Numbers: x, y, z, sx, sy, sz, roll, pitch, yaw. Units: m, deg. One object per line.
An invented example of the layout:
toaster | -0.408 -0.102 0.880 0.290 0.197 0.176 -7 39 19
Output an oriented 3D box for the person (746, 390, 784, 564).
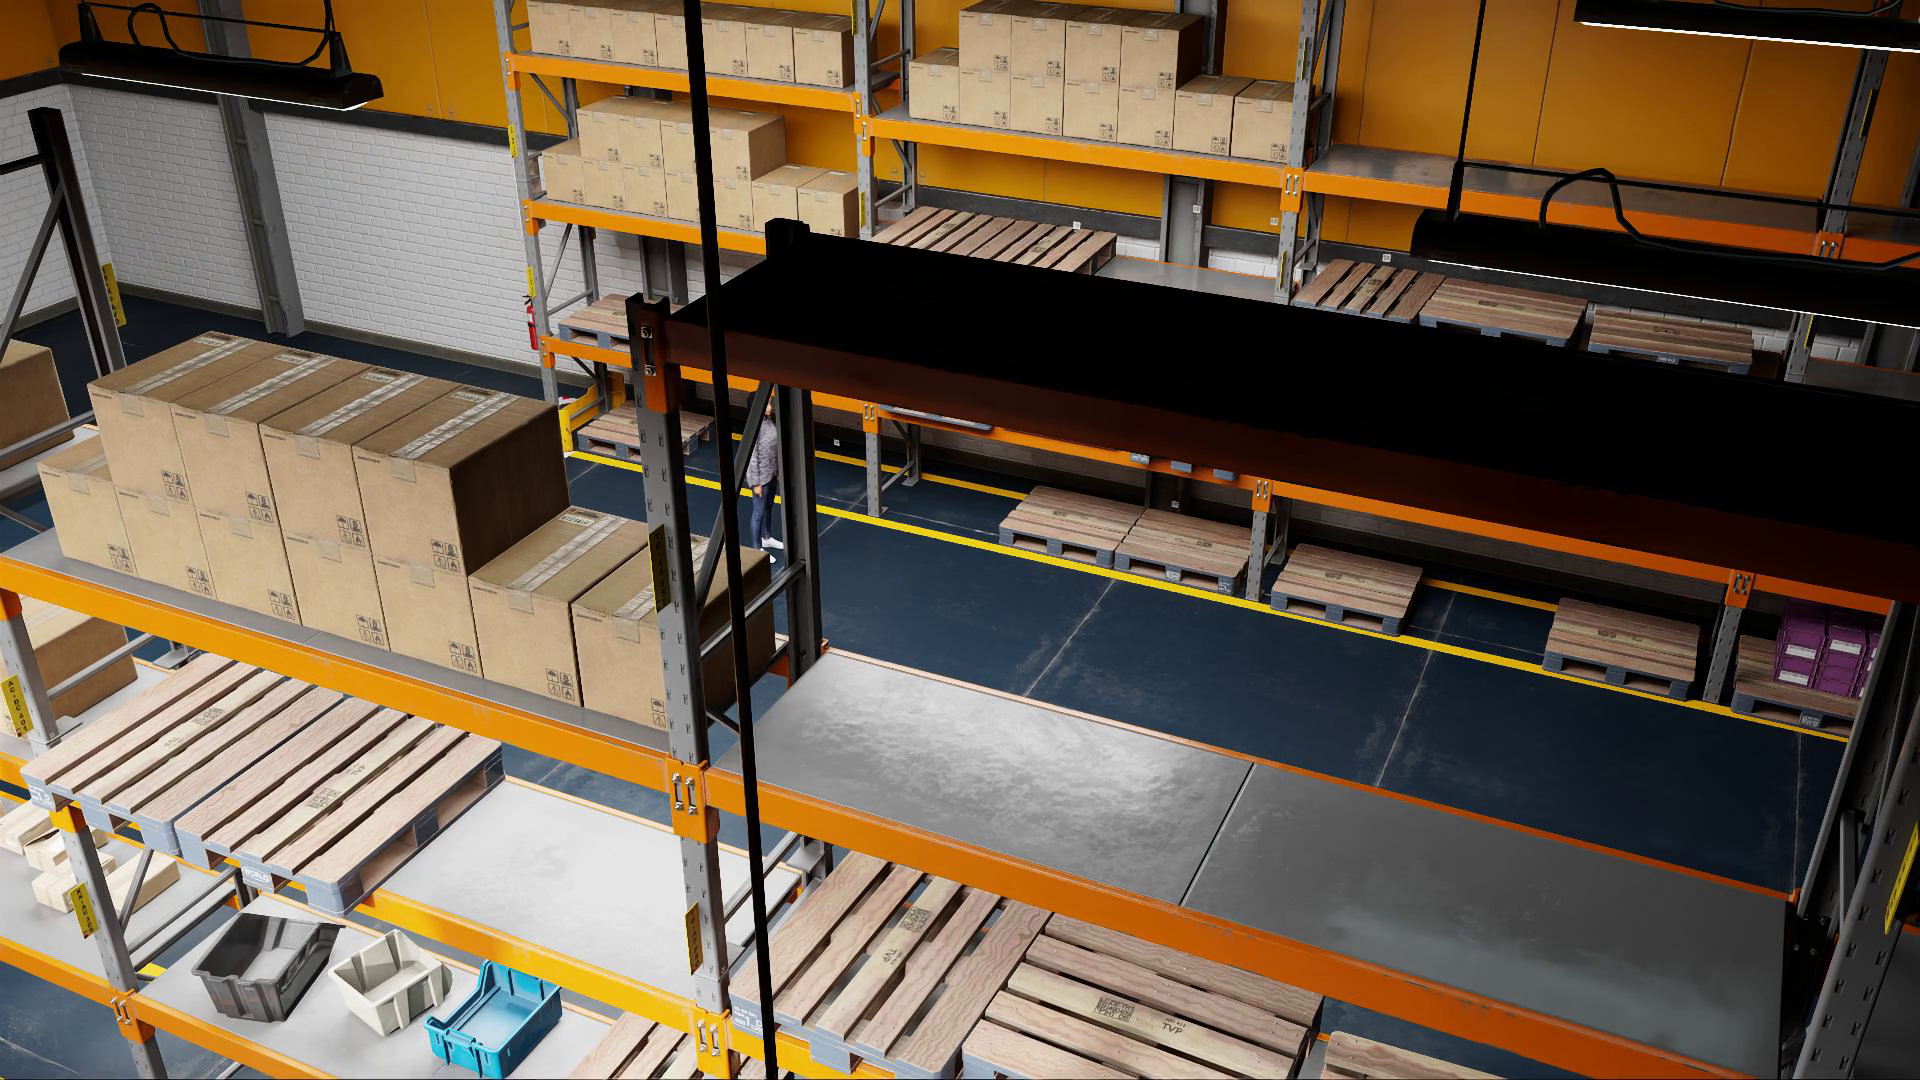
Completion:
person | -1.899 -0.641 15.979 0.555 1.733 0.632 9 30 16
